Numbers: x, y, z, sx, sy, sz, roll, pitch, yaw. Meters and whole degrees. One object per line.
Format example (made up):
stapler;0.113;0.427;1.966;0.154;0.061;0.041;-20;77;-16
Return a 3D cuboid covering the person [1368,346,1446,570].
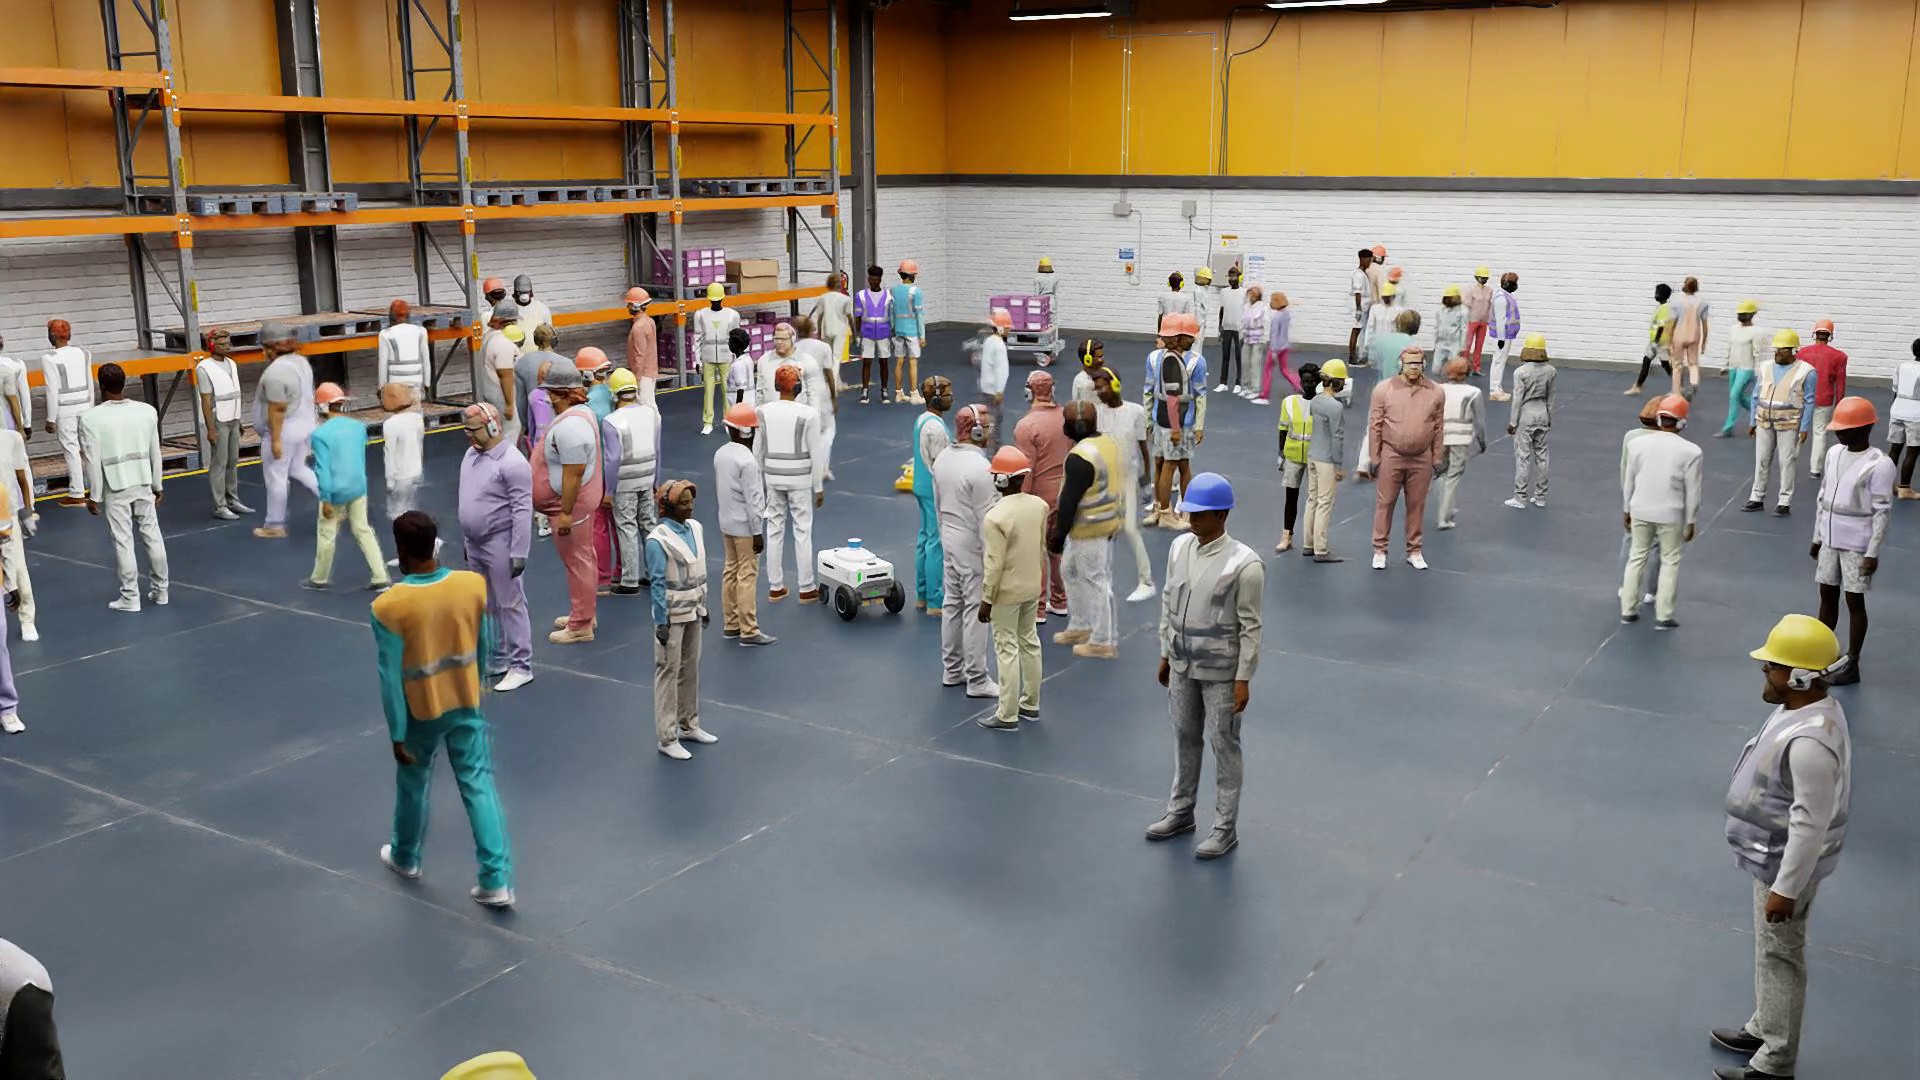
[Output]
person;3.784;-0.694;14.109;0.643;1.909;0.410;0;13;1

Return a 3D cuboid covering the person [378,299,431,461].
person;-6.339;-1.806;18.990;0.593;1.882;0.371;-11;17;-41

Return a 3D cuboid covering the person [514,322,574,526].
person;-3.884;-1.086;15.737;0.633;1.939;0.353;4;13;16

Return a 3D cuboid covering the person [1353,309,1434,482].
person;4.707;-1.545;17.894;1.072;1.882;0.629;-7;15;-29

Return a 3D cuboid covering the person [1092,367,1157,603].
person;1.272;-0.447;13.197;0.596;1.842;0.406;5;14;21

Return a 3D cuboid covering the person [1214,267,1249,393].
person;4.060;-3.111;24.675;0.515;1.872;0.333;8;15;31

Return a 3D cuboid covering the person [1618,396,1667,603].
person;5.428;-0.321;13.090;0.283;1.633;0.500;-10;16;-36

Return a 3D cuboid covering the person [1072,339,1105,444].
person;1.160;-0.875;14.976;0.316;1.870;0.532;1;13;2

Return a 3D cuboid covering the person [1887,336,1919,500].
person;9.725;-1.249;17.000;0.319;1.689;0.537;-3;13;-14

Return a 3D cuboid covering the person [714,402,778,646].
person;-1.544;-0.115;11.939;0.334;1.749;0.568;-8;15;-32

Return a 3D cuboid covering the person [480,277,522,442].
person;-5.584;-2.153;20.153;0.375;2.039;0.607;6;14;23

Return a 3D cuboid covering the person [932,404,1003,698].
person;0.091;0.067;10.805;0.406;1.911;0.636;-7;15;-29

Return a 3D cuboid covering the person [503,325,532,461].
person;-4.601;-1.357;17.307;0.522;1.763;0.319;6;14;25

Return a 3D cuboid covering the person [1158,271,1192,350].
person;3.054;-2.875;23.649;0.511;1.872;0.329;5;14;22

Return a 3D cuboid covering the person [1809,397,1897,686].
person;5.859;0.008;11.023;0.385;1.927;0.545;-3;13;-14

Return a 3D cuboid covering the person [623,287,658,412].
person;-3.670;-1.913;19.207;0.377;1.995;0.608;0;13;2

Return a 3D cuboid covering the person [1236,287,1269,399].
person;4.259;-2.855;24.138;0.421;1.614;0.556;-10;16;-37

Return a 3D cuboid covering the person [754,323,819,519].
person;-1.686;-1.138;16.042;0.651;1.906;0.409;4;13;15

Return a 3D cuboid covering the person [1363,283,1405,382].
person;6.033;-2.777;23.566;0.521;1.716;0.886;9;16;34

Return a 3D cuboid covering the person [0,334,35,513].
person;-9.152;-1.086;15.865;0.356;1.883;0.574;9;16;35

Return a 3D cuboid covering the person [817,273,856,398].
person;-1.815;-2.988;24.320;0.518;1.805;0.930;5;14;22

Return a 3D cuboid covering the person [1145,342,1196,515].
person;2.085;-1.187;16.332;0.526;1.871;0.324;9;16;34

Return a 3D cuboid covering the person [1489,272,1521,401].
person;7.840;-2.928;23.949;0.429;1.839;0.633;6;14;23

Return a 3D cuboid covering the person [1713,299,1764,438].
person;9.831;-2.154;20.808;0.781;1.743;0.530;-3;13;-14

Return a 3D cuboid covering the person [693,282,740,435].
person;-3.060;-2.286;20.989;0.585;1.919;0.374;-1;13;-6

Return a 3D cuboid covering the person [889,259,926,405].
person;-0.730;-2.937;23.541;0.608;2.044;0.371;10;16;36

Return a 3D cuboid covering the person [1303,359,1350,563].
person;3.182;-0.684;14.398;0.338;1.761;0.525;-3;13;-13

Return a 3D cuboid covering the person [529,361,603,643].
person;-2.860;-0.283;12.035;0.538;2.000;0.681;-1;13;-5

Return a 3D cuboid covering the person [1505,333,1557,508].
person;5.701;-1.194;16.635;0.492;1.742;0.324;-4;14;-17

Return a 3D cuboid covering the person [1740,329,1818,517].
person;7.984;-1.144;16.225;0.404;1.830;0.600;-9;16;-36

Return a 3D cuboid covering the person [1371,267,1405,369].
person;7.056;-3.607;27.165;0.638;1.711;0.589;-1;13;-5

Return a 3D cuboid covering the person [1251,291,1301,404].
person;4.513;-2.696;23.429;0.697;1.611;0.520;11;17;40

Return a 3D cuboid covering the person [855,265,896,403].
person;-1.191;-2.919;23.635;0.607;1.963;0.373;0;13;-2

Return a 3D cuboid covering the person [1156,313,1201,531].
person;2.046;-1.108;15.629;0.395;2.033;0.605;2;13;9

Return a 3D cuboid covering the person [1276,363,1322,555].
person;3.052;-0.716;14.669;0.535;1.697;0.318;6;14;23

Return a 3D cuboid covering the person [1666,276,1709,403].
person;10.173;-2.765;23.251;0.522;1.832;0.614;3;13;12

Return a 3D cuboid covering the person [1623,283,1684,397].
person;10.244;-2.908;24.304;0.826;1.669;0.537;3;13;12

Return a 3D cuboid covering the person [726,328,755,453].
person;-2.309;-1.392;17.596;0.319;1.697;0.533;0;13;2

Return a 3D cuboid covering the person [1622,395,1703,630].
person;5.219;-0.211;12.386;0.569;1.738;0.389;12;17;41
